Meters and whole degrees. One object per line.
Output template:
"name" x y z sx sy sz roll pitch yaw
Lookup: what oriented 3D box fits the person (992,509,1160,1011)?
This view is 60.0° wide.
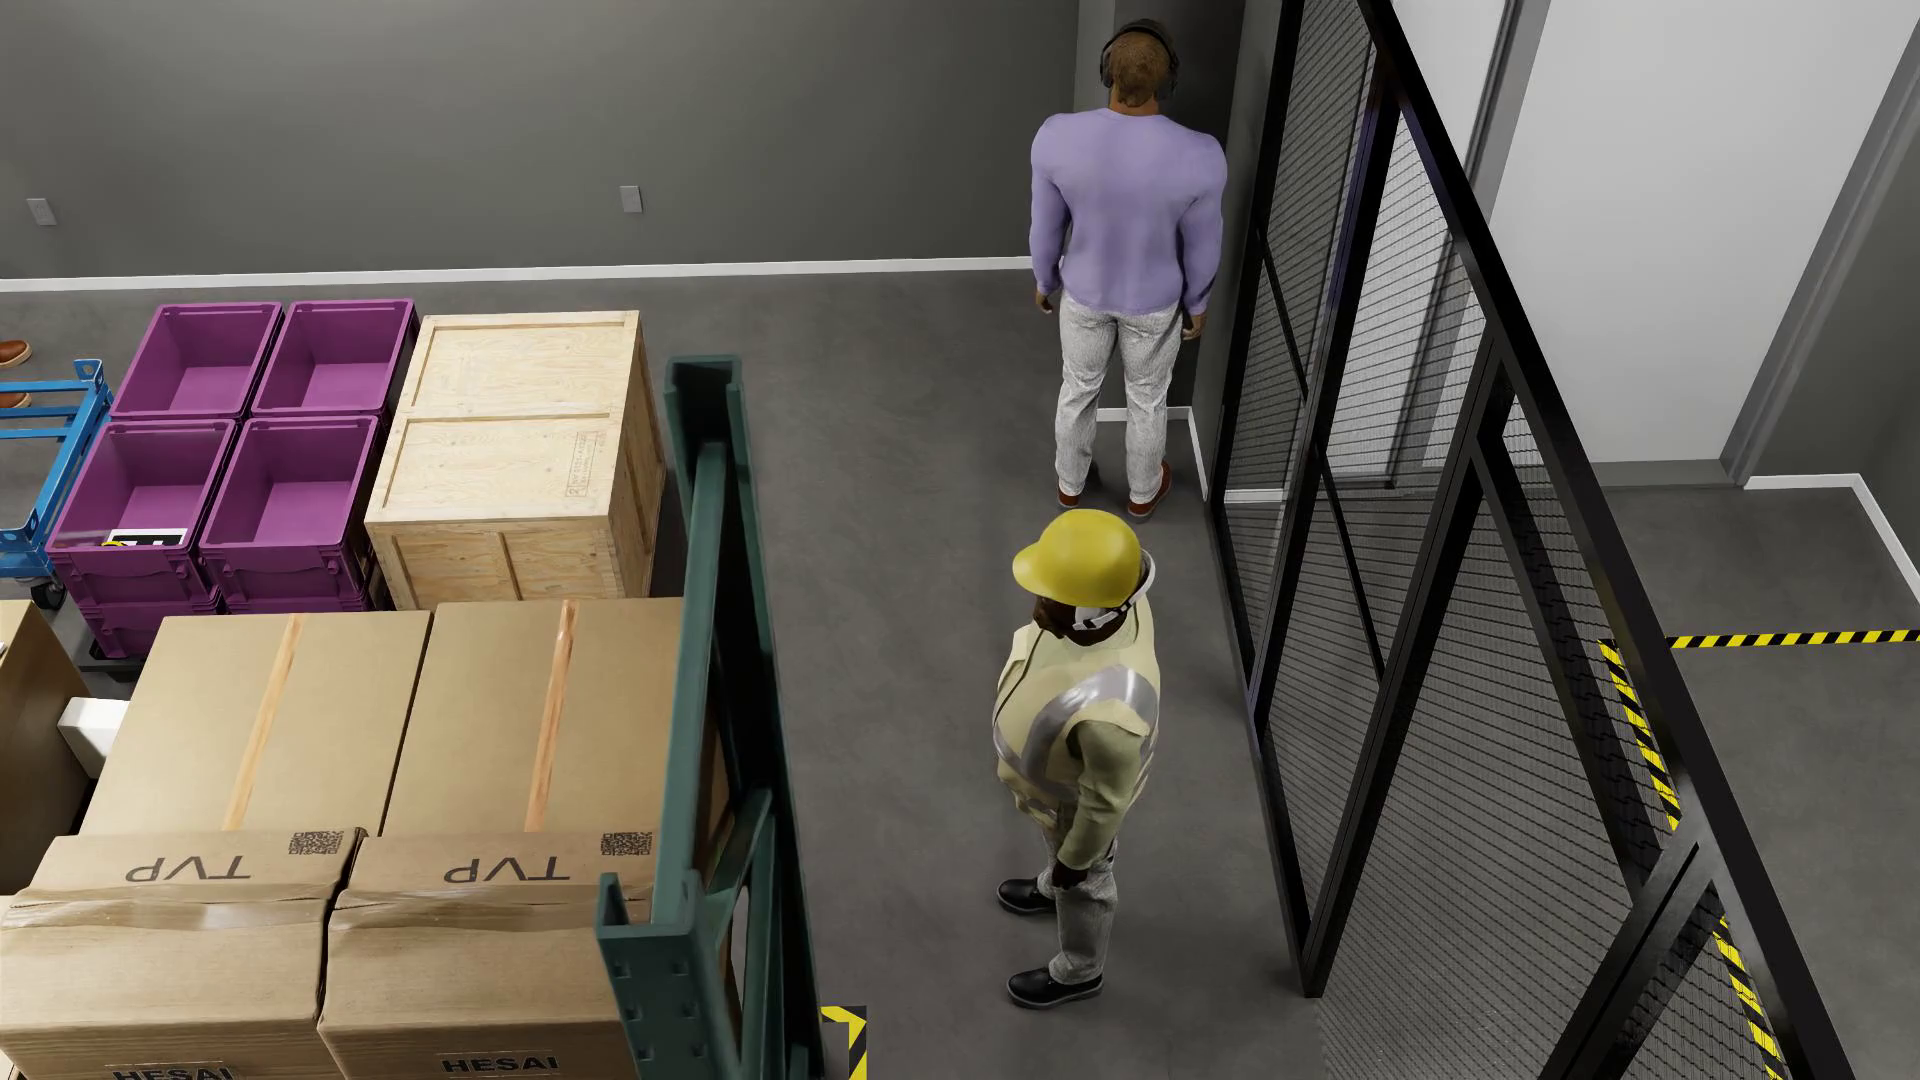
"person" 0.282 0.585 4.270 0.404 1.833 0.588 -2 46 -2

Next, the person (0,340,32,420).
"person" -3.882 -1.312 5.971 0.396 1.992 0.623 -14 48 -13

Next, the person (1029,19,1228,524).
"person" 0.536 -0.835 5.554 0.627 1.940 0.372 10 47 10
